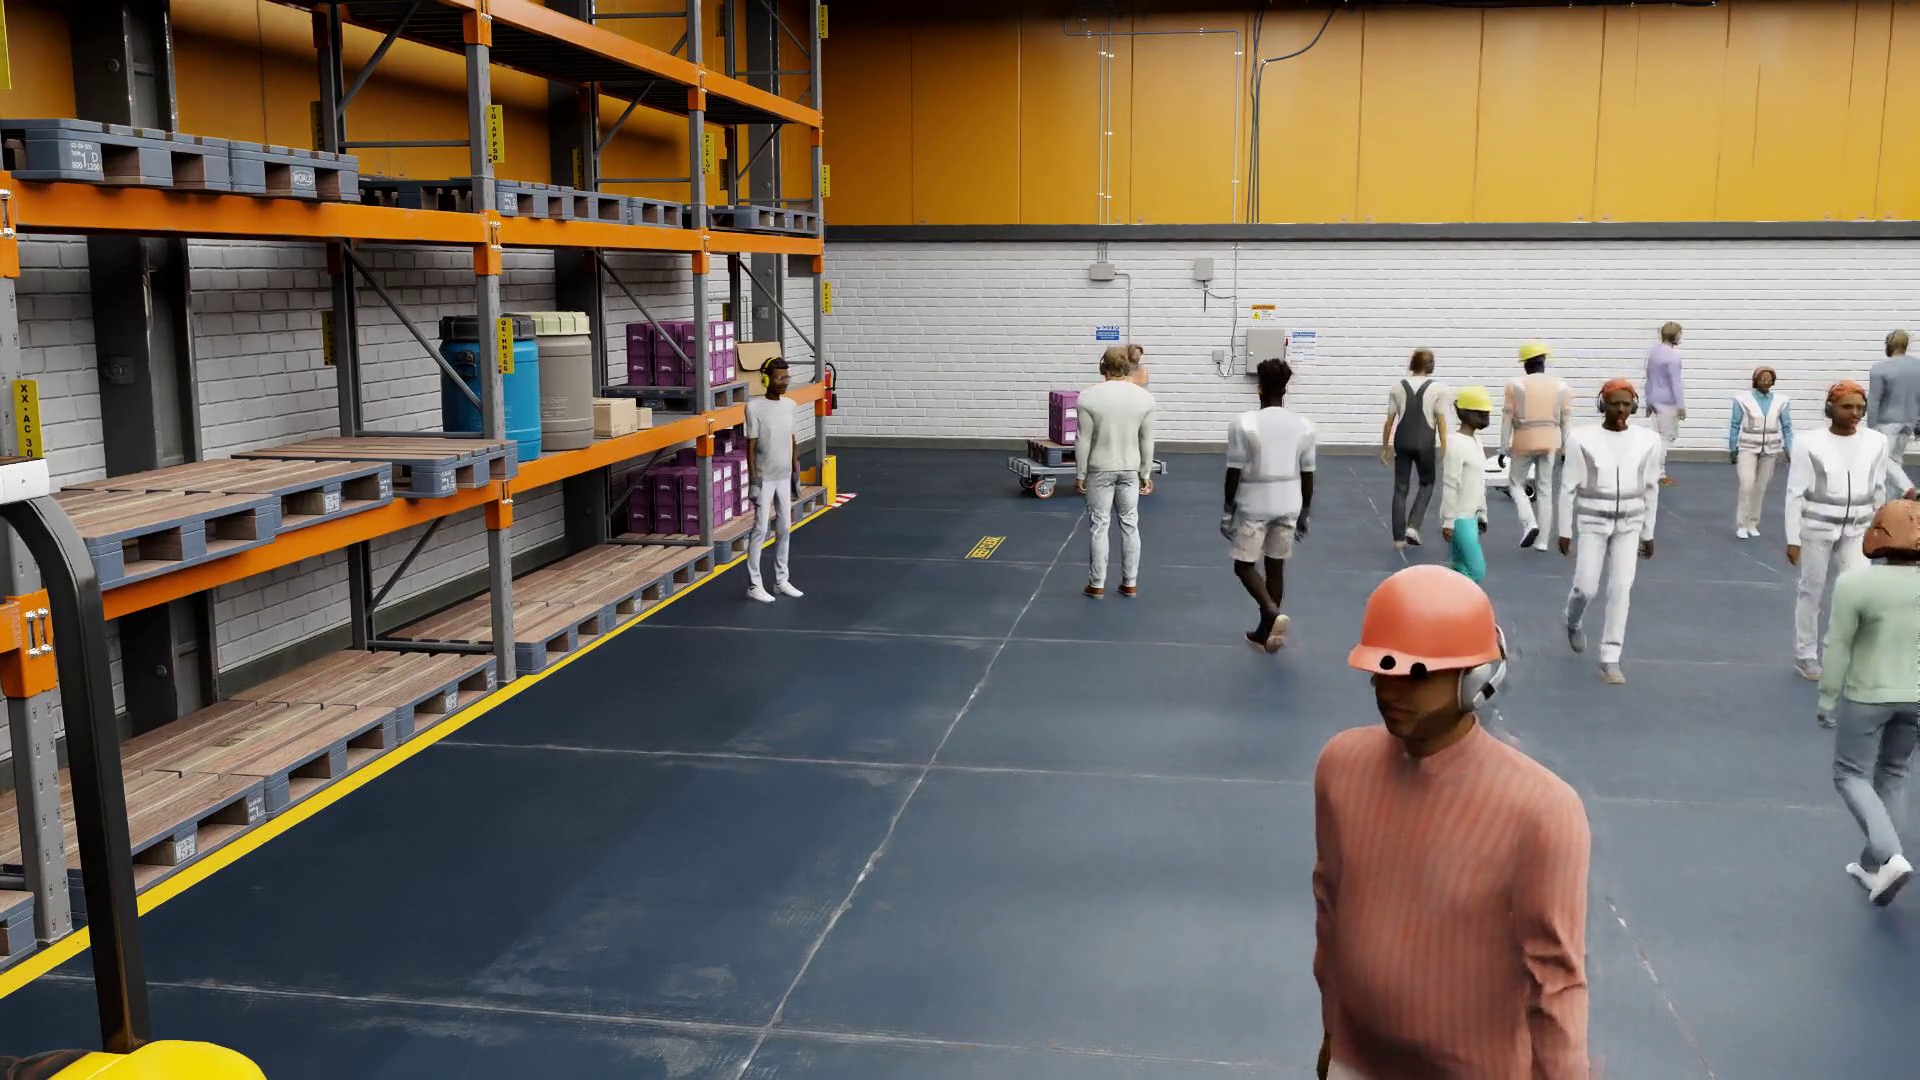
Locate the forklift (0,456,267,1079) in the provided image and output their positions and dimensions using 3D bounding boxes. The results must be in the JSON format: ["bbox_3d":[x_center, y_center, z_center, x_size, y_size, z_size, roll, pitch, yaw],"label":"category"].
[{"bbox_3d":[-2.328,0.975,2.765,2.313,2.155,1.214,1,9,9],"label":"forklift"}]

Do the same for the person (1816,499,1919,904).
[{"bbox_3d":[3.676,0.651,6.545,0.522,1.613,0.566,1,9,3],"label":"person"}]

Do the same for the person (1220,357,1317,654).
[{"bbox_3d":[2.016,-0.204,10.787,0.629,1.952,0.659,-2,9,-14],"label":"person"}]

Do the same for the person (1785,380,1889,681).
[{"bbox_3d":[5.239,-0.010,9.886,0.611,1.845,0.906,1,9,6],"label":"person"}]

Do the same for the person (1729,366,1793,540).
[{"bbox_3d":[7.492,-0.807,15.542,0.525,1.617,0.619,1,9,7],"label":"person"}]

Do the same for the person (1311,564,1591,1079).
[{"bbox_3d":[0.994,1.002,3.306,0.870,1.973,0.634,-8,12,-39],"label":"person"}]

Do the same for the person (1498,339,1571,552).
[{"bbox_3d":[5.116,-0.835,14.823,0.641,1.901,0.425,0,9,2],"label":"person"}]

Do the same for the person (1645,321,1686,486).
[{"bbox_3d":[8.216,-1.573,19.306,0.428,1.923,0.635,1,9,5],"label":"person"}]

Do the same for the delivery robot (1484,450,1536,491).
[{"bbox_3d":[5.873,-0.737,18.073,0.707,0.478,0.477,1,9,3],"label":"delivery robot"}]

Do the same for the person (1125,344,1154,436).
[{"bbox_3d":[2.125,-1.563,20.179,0.538,1.619,0.405,-7,12,-38],"label":"person"}]

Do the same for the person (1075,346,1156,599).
[{"bbox_3d":[1.178,-0.508,12.716,0.626,1.935,0.362,-2,9,-14],"label":"person"}]

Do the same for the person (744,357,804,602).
[{"bbox_3d":[-1.418,-0.460,12.656,0.318,1.860,0.511,9,13,42],"label":"person"}]

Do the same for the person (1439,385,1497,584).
[{"bbox_3d":[3.368,-0.148,11.024,0.366,1.751,0.547,6,11,31],"label":"person"}]

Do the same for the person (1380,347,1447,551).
[{"bbox_3d":[4.059,-0.803,14.884,0.623,1.818,0.446,5,10,28],"label":"person"}]

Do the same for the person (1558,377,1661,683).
[{"bbox_3d":[4.007,-0.086,10.330,0.585,1.863,0.705,1,9,7],"label":"person"}]

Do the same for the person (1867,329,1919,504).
[{"bbox_3d":[9.574,-1.177,16.921,0.639,1.919,0.770,-2,9,-11],"label":"person"}]
